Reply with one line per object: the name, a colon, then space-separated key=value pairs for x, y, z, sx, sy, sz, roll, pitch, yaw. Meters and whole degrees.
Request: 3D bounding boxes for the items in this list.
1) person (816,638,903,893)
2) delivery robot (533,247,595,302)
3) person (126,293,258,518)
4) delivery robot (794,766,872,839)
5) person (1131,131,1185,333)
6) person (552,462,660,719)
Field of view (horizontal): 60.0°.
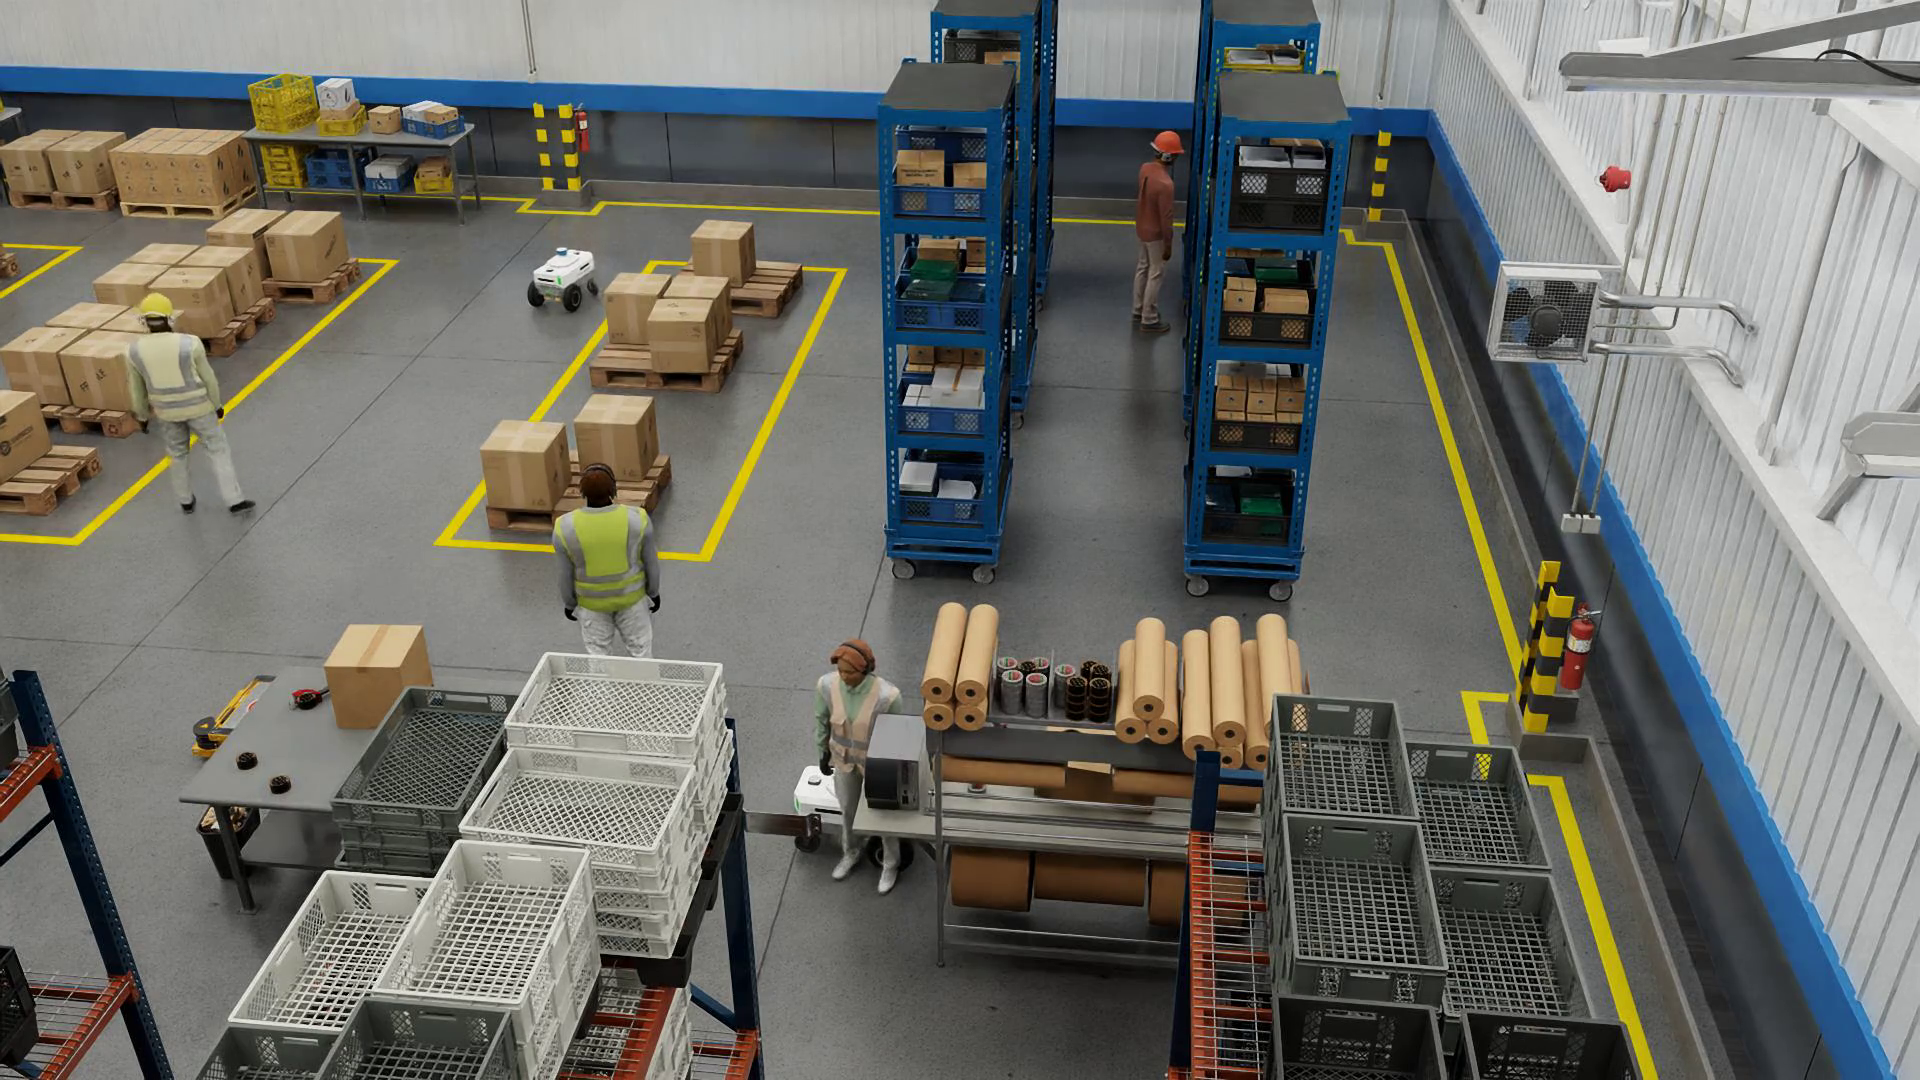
person: x=-0.539 y=1.228 z=9.195 sx=0.527 sy=1.631 sz=0.316 roll=11 pitch=32 yaw=18
delivery robot: x=-4.045 y=-2.748 z=16.995 sx=0.477 sy=0.478 sz=0.707 roll=10 pitch=32 yaw=16
person: x=-5.974 y=-1.002 z=12.860 sx=0.781 sy=1.803 sz=0.546 roll=-2 pitch=30 yaw=-4
delivery robot: x=-0.595 y=1.514 z=9.675 sx=0.707 sy=0.478 sz=0.477 roll=6 pitch=31 yaw=10
person: x=1.909 y=-2.971 z=16.067 sx=0.410 sy=1.980 sz=0.624 roll=-10 pitch=32 yaw=-17
person: x=-2.201 y=0.346 z=10.502 sx=0.636 sy=1.842 sz=0.429 roll=-7 pitch=31 yaw=-12
